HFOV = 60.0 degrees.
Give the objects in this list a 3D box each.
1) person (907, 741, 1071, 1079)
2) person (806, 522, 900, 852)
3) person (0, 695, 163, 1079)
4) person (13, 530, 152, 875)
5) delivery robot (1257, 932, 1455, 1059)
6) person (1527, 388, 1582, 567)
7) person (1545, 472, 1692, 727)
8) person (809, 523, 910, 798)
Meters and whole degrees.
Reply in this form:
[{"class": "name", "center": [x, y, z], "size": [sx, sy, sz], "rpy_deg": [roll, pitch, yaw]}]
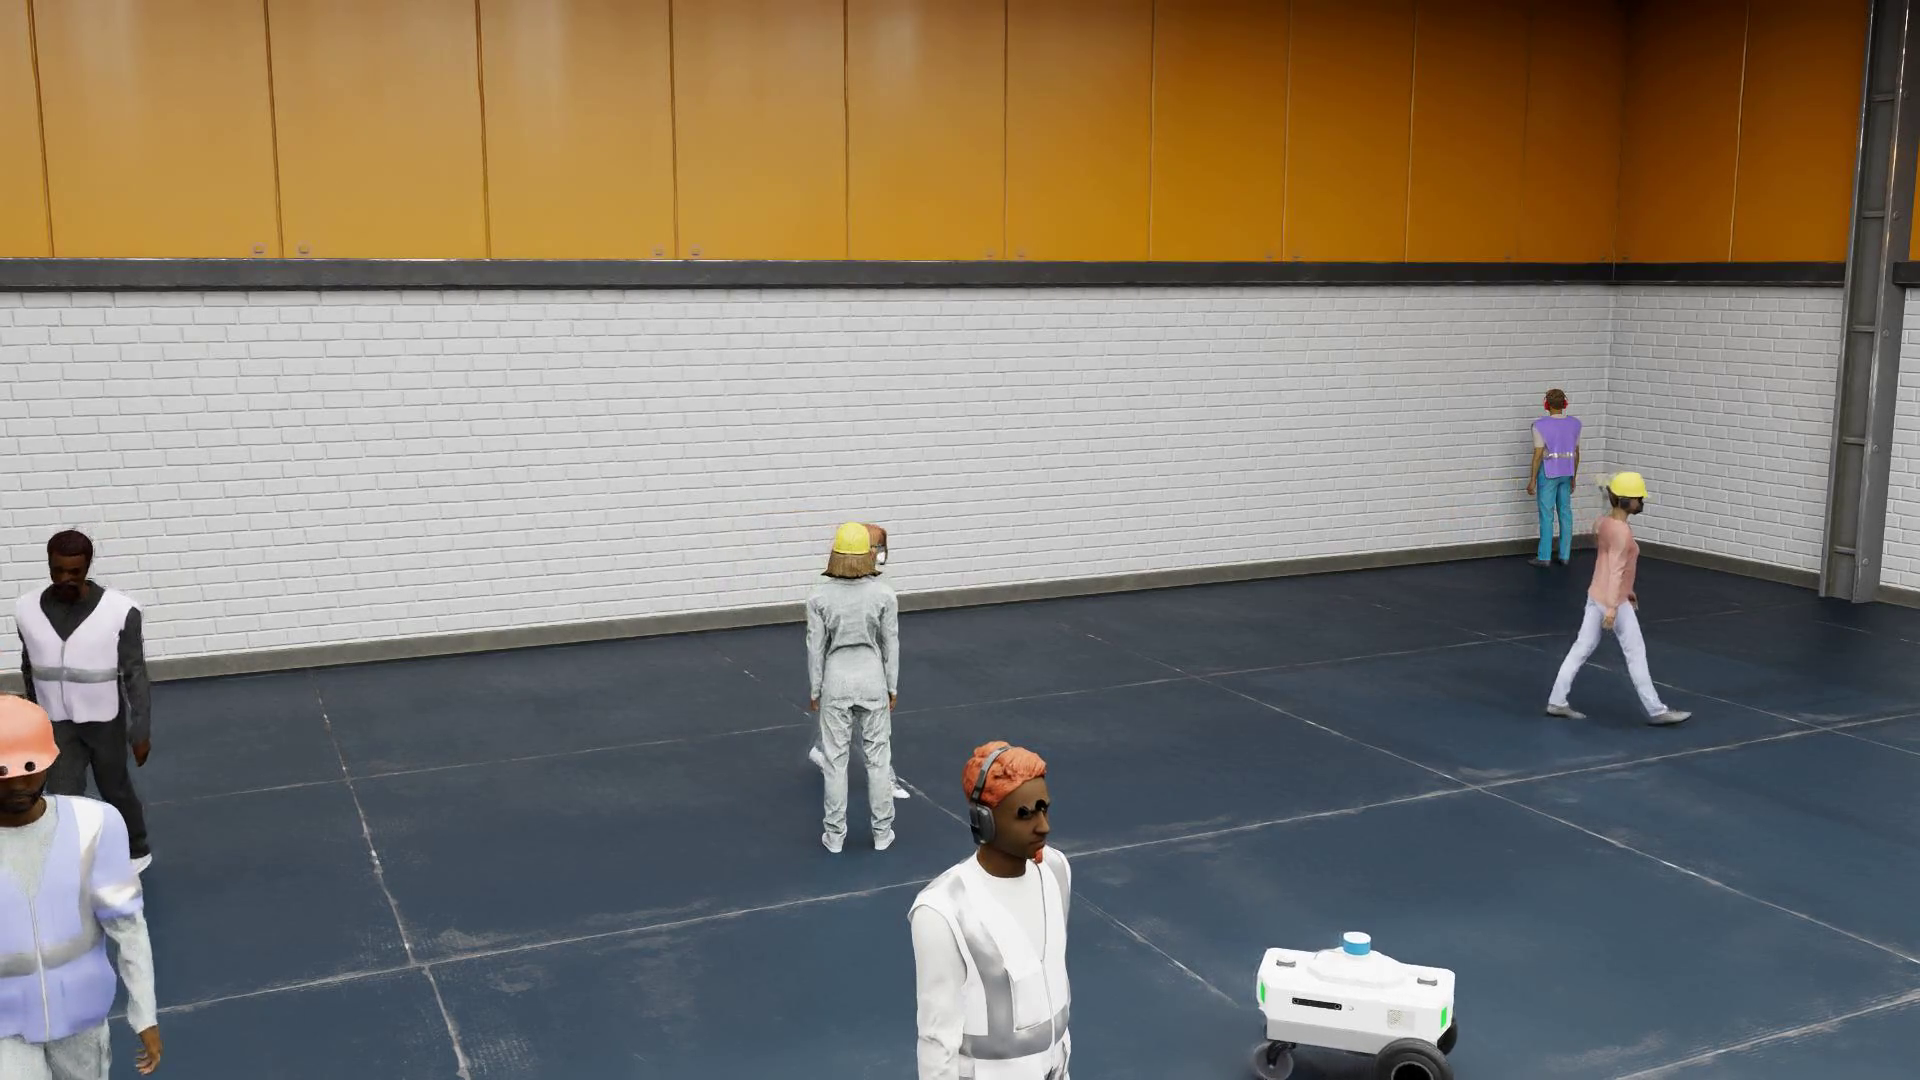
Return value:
[{"class": "person", "center": [0.108, 1.429, 4.193], "size": [0.356, 1.883, 0.574], "rpy_deg": [6, 11, 35]}, {"class": "person", "center": [-0.558, 0.770, 8.713], "size": [0.484, 1.744, 0.295], "rpy_deg": [-1, 9, -6]}, {"class": "person", "center": [-2.614, 1.345, 4.745], "size": [0.564, 1.876, 1.038], "rpy_deg": [-7, 11, -37]}, {"class": "person", "center": [-4.122, 0.852, 7.880], "size": [0.599, 1.859, 0.986], "rpy_deg": [-1, 9, -6]}, {"class": "delivery robot", "center": [1.478, 1.715, 6.234], "size": [0.707, 0.478, 0.477], "rpy_deg": [3, 10, 18]}, {"class": "person", "center": [6.110, -0.631, 17.097], "size": [0.564, 1.841, 0.394], "rpy_deg": [-3, 10, -17]}, {"class": "person", "center": [4.411, 0.395, 11.119], "size": [0.912, 1.719, 0.526], "rpy_deg": [1, 9, 7]}, {"class": "person", "center": [-0.617, 0.677, 9.788], "size": [0.823, 1.601, 0.509], "rpy_deg": [6, 11, 34]}]
